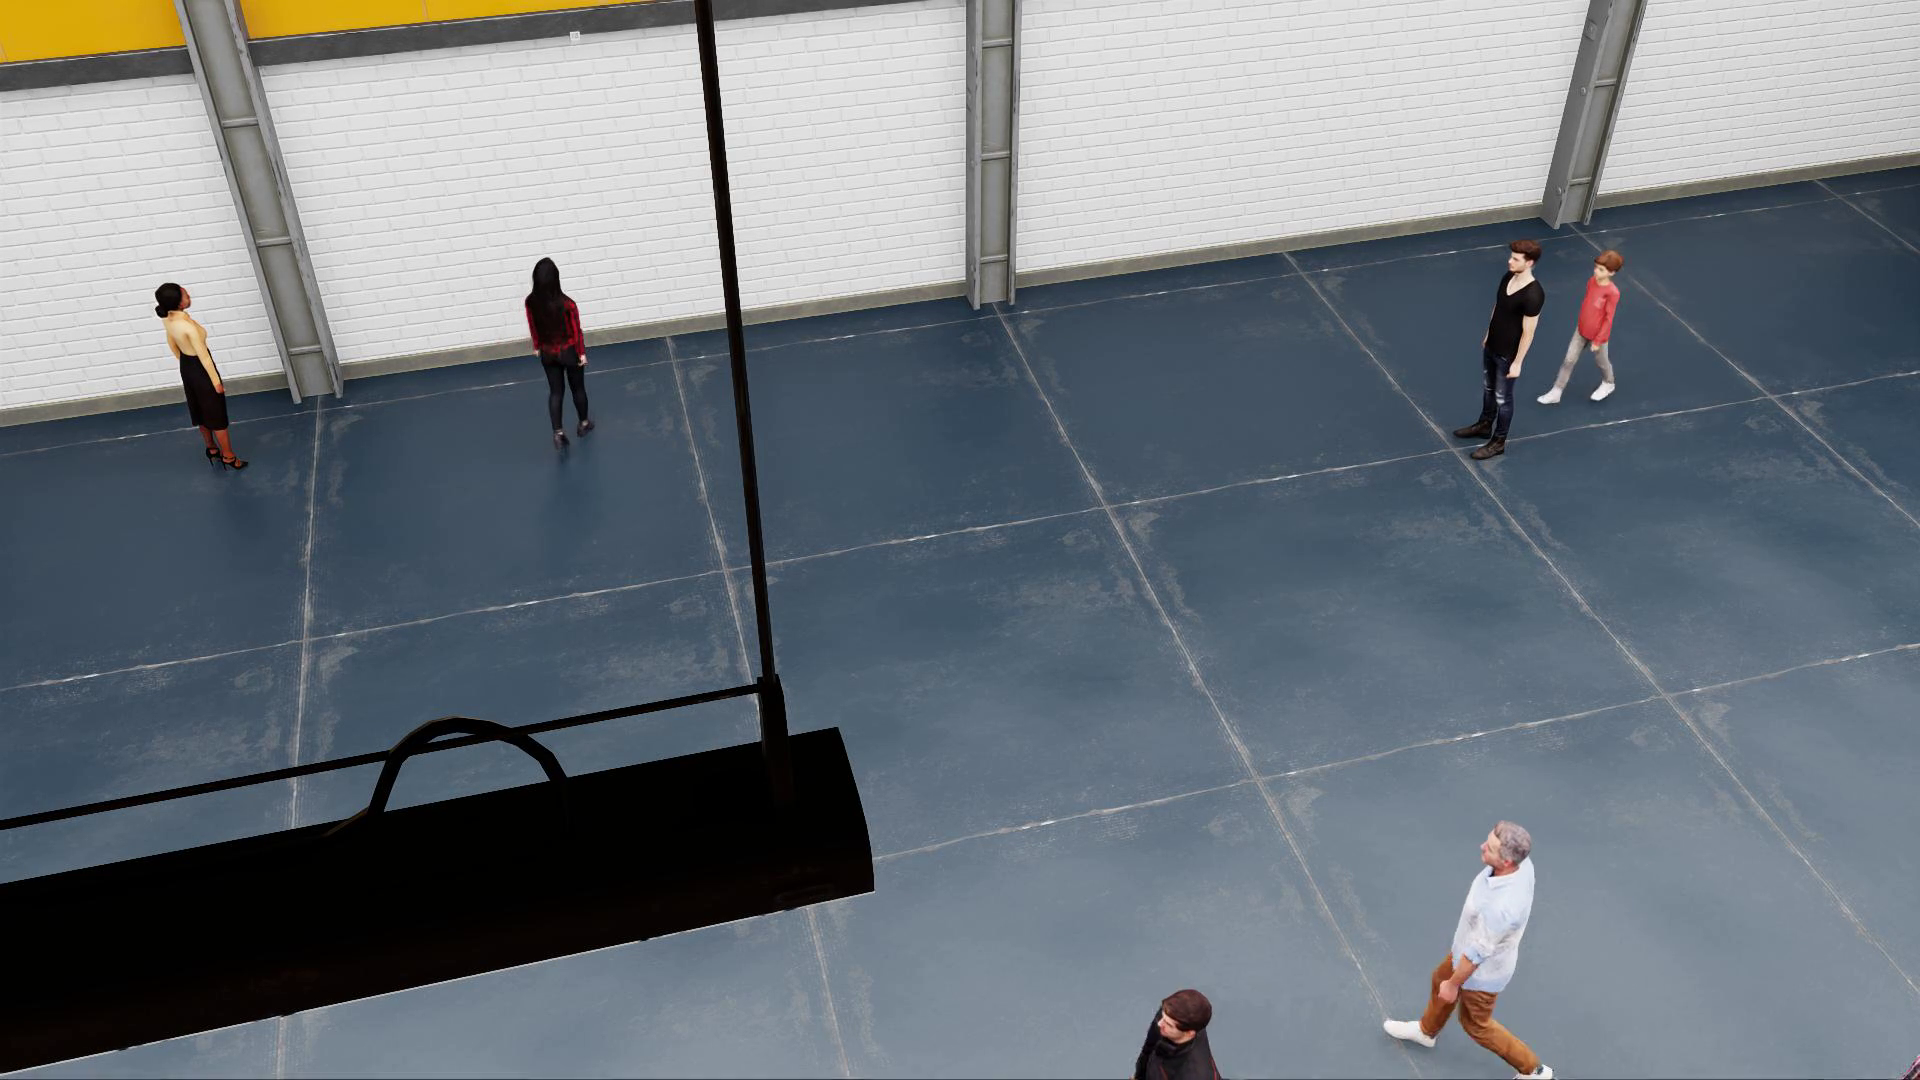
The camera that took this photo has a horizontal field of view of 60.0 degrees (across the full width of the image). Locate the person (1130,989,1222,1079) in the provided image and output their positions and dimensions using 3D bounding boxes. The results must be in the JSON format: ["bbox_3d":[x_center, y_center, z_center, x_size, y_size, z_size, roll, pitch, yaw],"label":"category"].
[{"bbox_3d":[1.101,2.701,7.844,0.693,1.826,0.762,-4,39,-4],"label":"person"}]

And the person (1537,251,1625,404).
[{"bbox_3d":[5.305,-1.744,13.758,1.000,1.391,0.639,-16,41,-19],"label":"person"}]

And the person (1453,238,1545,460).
[{"bbox_3d":[4.298,-1.511,13.062,0.567,1.895,0.698,-7,39,-9],"label":"person"}]

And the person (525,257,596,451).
[{"bbox_3d":[-3.190,-1.452,13.185,0.810,1.650,0.817,5,39,7],"label":"person"}]

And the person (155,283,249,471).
[{"bbox_3d":[-5.924,-1.272,12.957,0.672,1.653,0.717,24,44,27],"label":"person"}]

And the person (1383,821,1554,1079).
[{"bbox_3d":[2.763,2.172,8.526,1.226,1.801,1.094,14,41,16],"label":"person"}]
